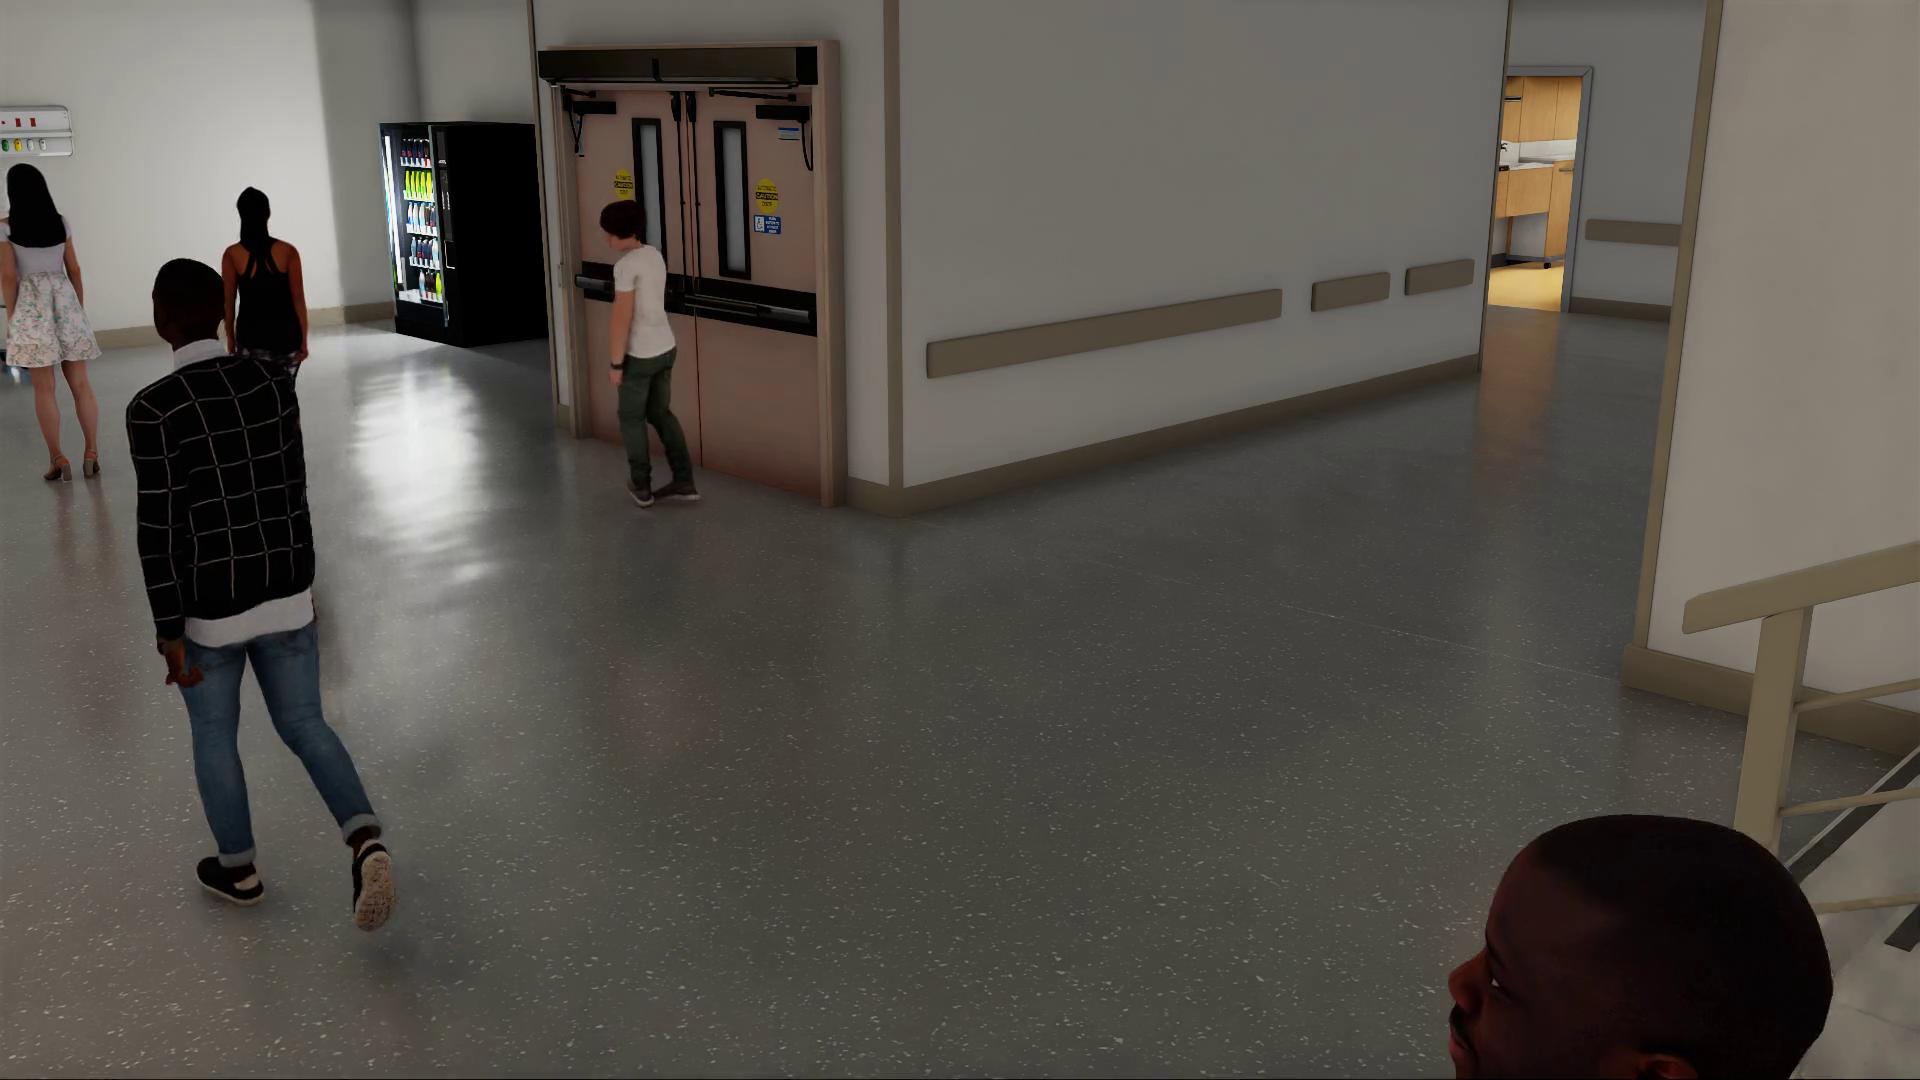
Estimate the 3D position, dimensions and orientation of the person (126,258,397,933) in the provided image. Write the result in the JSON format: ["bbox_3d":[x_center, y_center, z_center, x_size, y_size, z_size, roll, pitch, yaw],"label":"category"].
[{"bbox_3d":[-1.825,0.187,4.353,1.107,1.800,0.708,12,20,37],"label":"person"}]

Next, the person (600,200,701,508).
[{"bbox_3d":[-1.649,-0.950,8.694,0.778,1.632,0.733,10,18,31],"label":"person"}]

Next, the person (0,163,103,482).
[{"bbox_3d":[-5.150,-1.224,9.401,0.608,1.776,0.628,15,22,43],"label":"person"}]

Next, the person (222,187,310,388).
[{"bbox_3d":[-3.827,-1.096,9.223,0.881,1.626,1.186,-7,17,-22],"label":"person"}]
